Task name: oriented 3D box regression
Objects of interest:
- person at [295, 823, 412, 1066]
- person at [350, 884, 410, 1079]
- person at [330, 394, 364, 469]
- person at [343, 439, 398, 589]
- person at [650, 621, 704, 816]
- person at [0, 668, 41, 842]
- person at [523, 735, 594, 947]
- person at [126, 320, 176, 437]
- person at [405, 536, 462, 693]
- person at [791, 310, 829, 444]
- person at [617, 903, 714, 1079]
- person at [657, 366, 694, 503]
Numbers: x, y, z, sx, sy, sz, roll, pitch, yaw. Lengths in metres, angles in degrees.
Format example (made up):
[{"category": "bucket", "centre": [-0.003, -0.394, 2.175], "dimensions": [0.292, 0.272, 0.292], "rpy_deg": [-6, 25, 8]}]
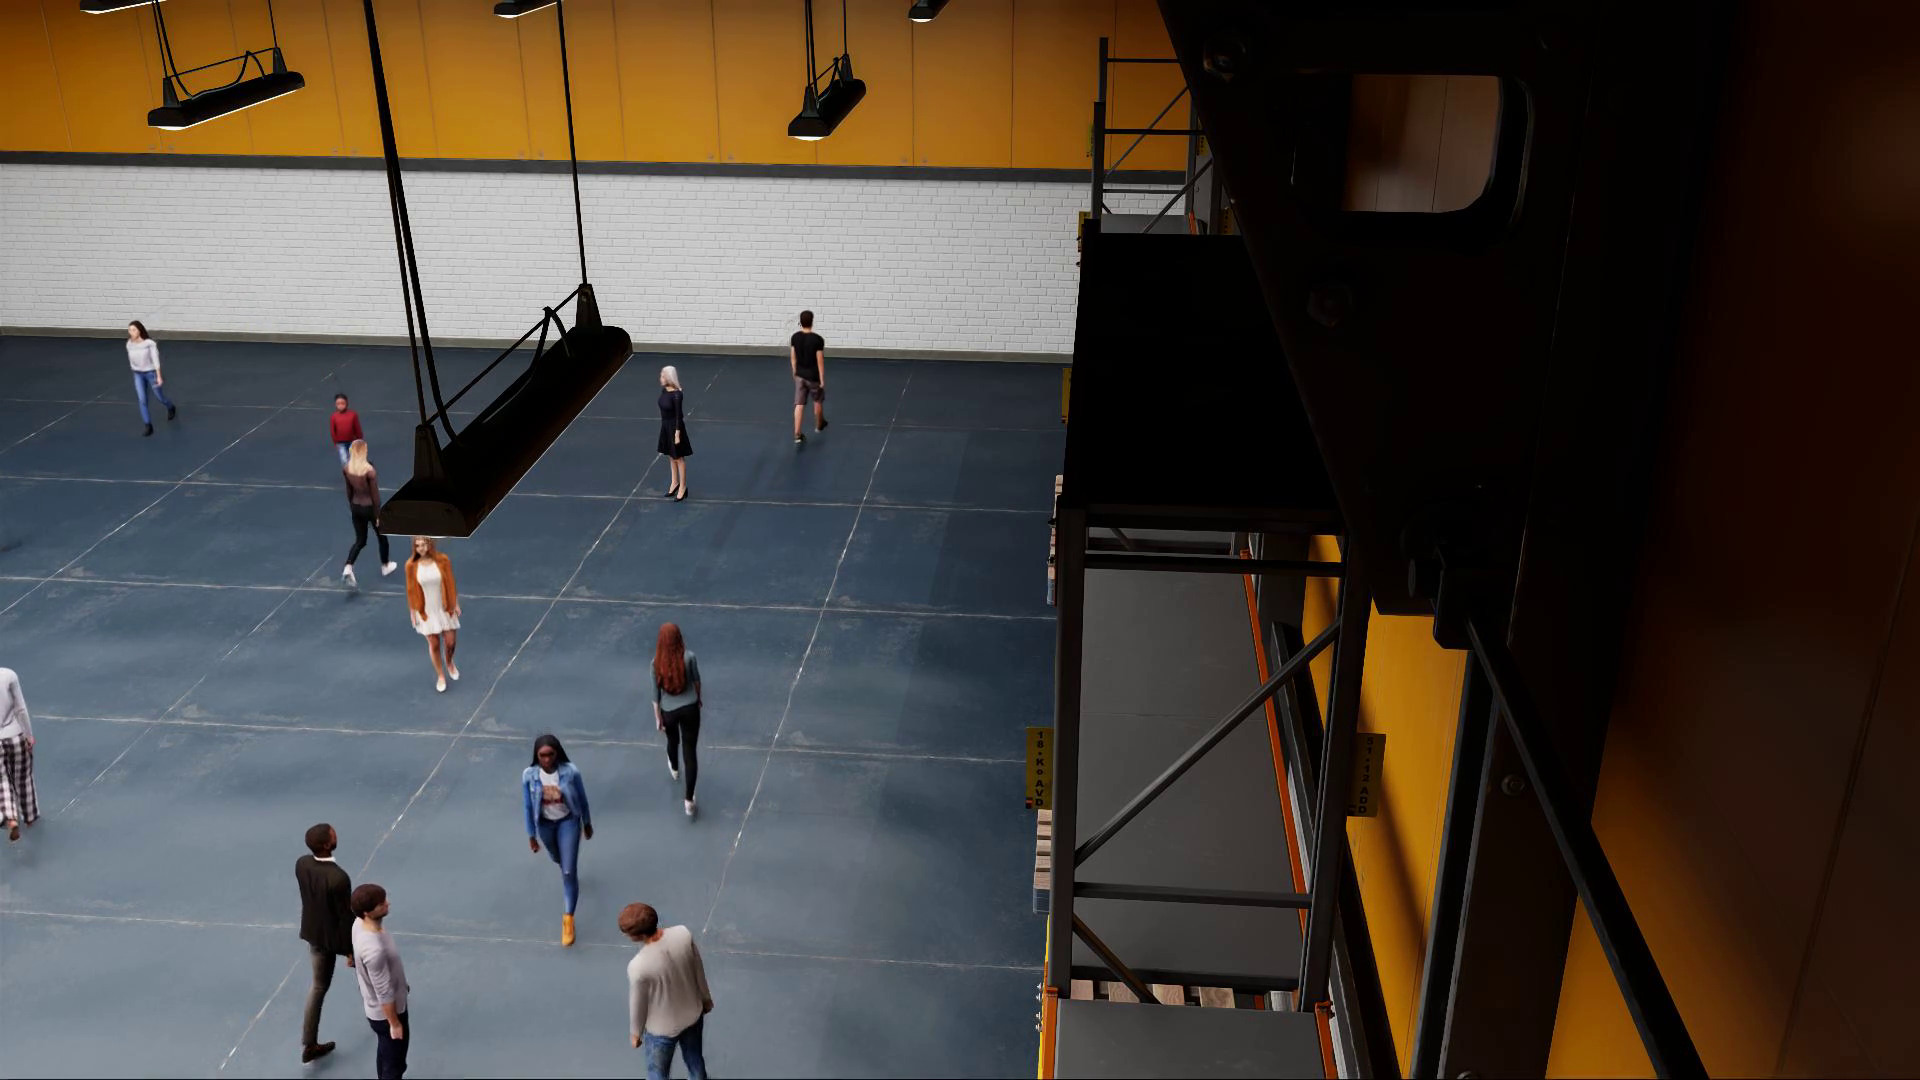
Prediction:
[{"category": "person", "centre": [-4.372, 2.791, 11.434], "dimensions": [0.964, 1.752, 1.275], "rpy_deg": [11, 26, 24]}, {"category": "person", "centre": [-3.738, 3.023, 10.804], "dimensions": [0.797, 1.831, 0.661], "rpy_deg": [-10, 26, -22]}, {"category": "person", "centre": [-7.891, -1.298, 21.446], "dimensions": [0.755, 1.224, 0.951], "rpy_deg": [-9, 25, -19]}, {"category": "person", "centre": [-6.663, -0.271, 18.533], "dimensions": [0.772, 1.676, 1.125], "rpy_deg": [7, 25, 16]}, {"category": "person", "centre": [-2.395, 1.552, 14.335], "dimensions": [0.795, 1.699, 1.170], "rpy_deg": [-5, 24, -11]}, {"category": "person", "centre": [-7.978, 1.684, 13.867], "dimensions": [0.912, 1.831, 1.026], "rpy_deg": [-12, 27, -26]}, {"category": "person", "centre": [-3.093, 2.205, 12.883], "dimensions": [0.803, 1.665, 1.258], "rpy_deg": [-2, 24, -5]}, {"category": "person", "centre": [-11.314, -2.294, 23.254], "dimensions": [0.607, 1.601, 0.992], "rpy_deg": [1, 24, 3]}, {"category": "person", "centre": [-5.181, 0.654, 16.383], "dimensions": [0.748, 1.703, 0.775], "rpy_deg": [-8, 25, -18]}, {"category": "person", "centre": [-2.121, -2.196, 22.752], "dimensions": [0.846, 1.824, 1.278], "rpy_deg": [7, 25, 16]}, {"category": "person", "centre": [-1.778, 3.061, 10.673], "dimensions": [0.864, 1.865, 0.955], "rpy_deg": [-13, 27, -27]}, {"category": "person", "centre": [-3.608, -1.348, 20.909], "dimensions": [0.756, 1.747, 0.691], "rpy_deg": [-17, 29, -34]}]
